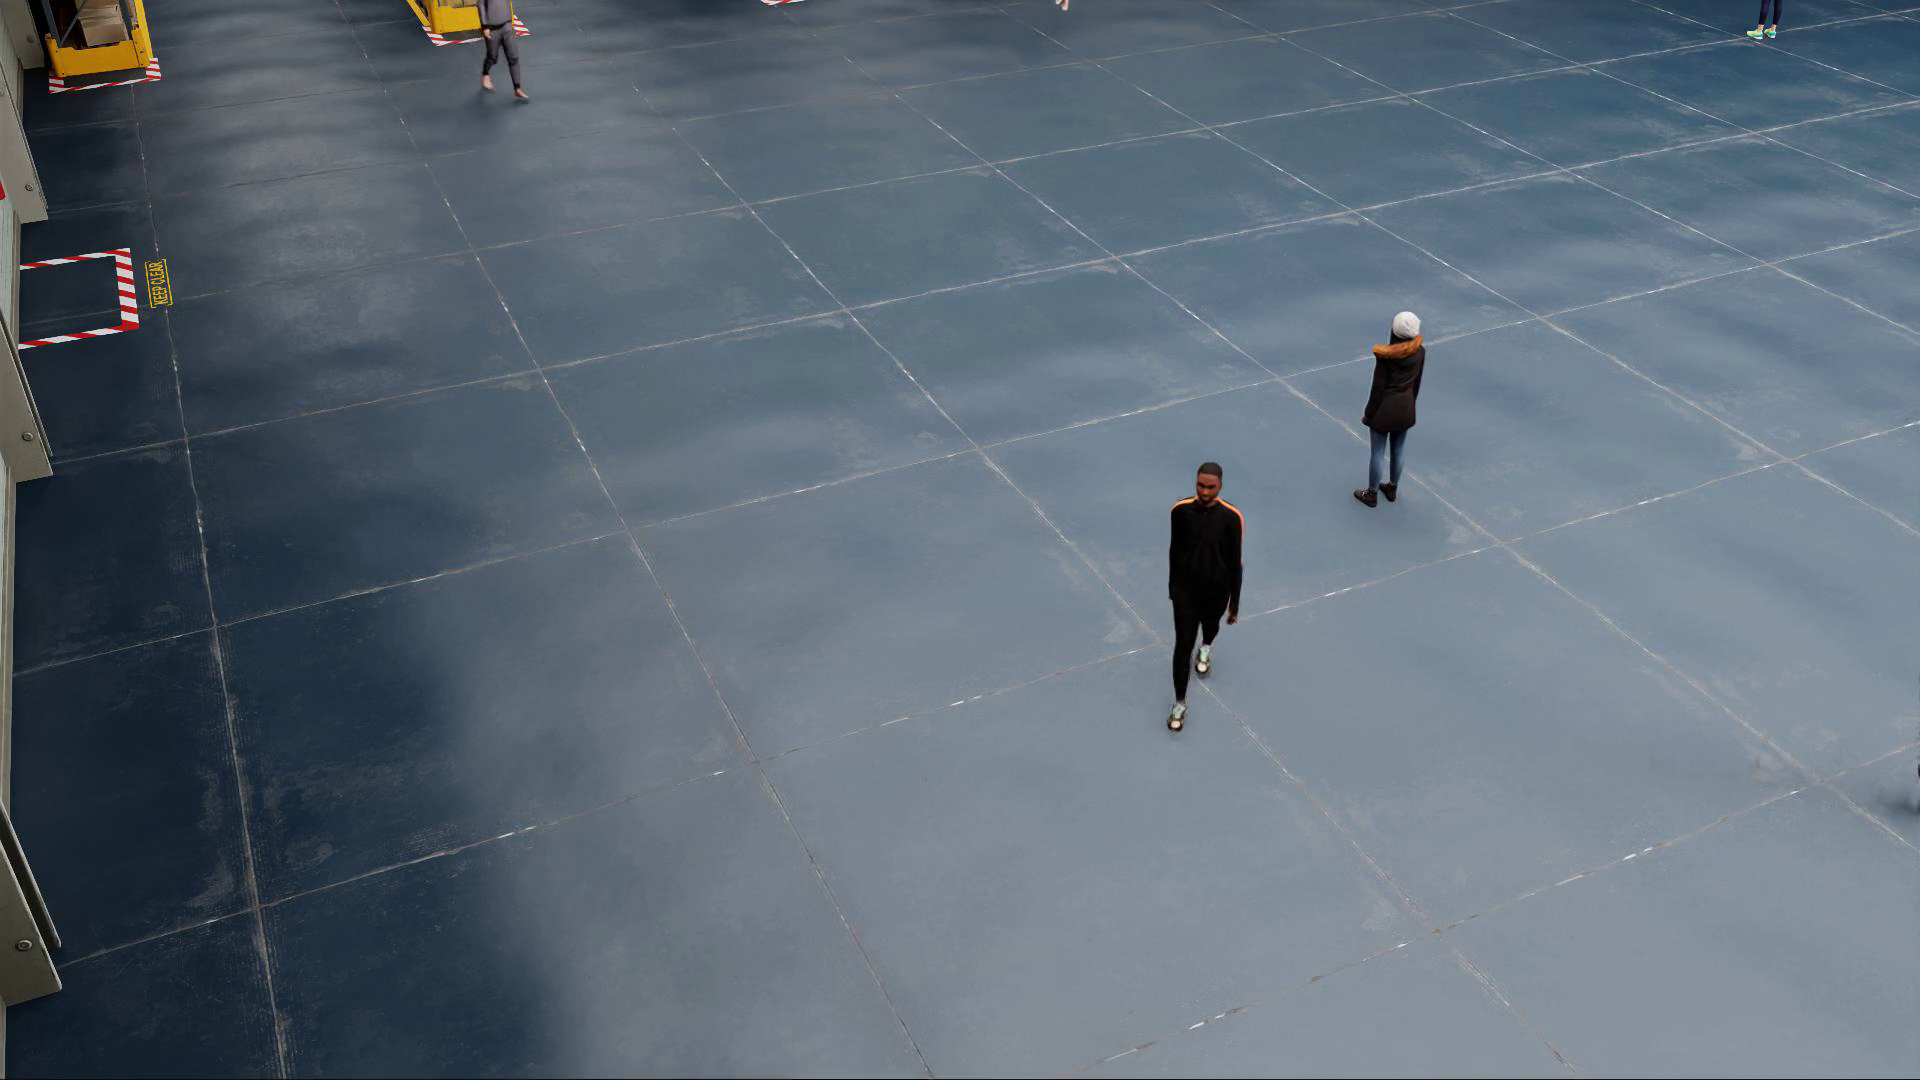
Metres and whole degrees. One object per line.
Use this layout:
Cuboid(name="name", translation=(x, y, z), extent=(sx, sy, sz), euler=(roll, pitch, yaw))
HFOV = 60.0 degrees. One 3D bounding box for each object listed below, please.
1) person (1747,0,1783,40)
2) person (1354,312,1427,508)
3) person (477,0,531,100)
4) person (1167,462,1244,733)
Cuboid(name="person", translation=(11.481, -7.935, 23.377), extent=(0.651, 1.701, 0.615), euler=(-6, 34, -9))
Cuboid(name="person", translation=(3.323, -1.013, 12.794), extent=(0.629, 1.634, 0.610), euler=(-12, 35, -18))
Cuboid(name="person", translation=(-5.942, -6.562, 21.166), extent=(0.901, 1.809, 1.191), euler=(-27, 41, -35))
Cuboid(name="person", translation=(1.584, 0.263, 10.711), extent=(1.119, 1.767, 1.251), euler=(7, 34, 11))
